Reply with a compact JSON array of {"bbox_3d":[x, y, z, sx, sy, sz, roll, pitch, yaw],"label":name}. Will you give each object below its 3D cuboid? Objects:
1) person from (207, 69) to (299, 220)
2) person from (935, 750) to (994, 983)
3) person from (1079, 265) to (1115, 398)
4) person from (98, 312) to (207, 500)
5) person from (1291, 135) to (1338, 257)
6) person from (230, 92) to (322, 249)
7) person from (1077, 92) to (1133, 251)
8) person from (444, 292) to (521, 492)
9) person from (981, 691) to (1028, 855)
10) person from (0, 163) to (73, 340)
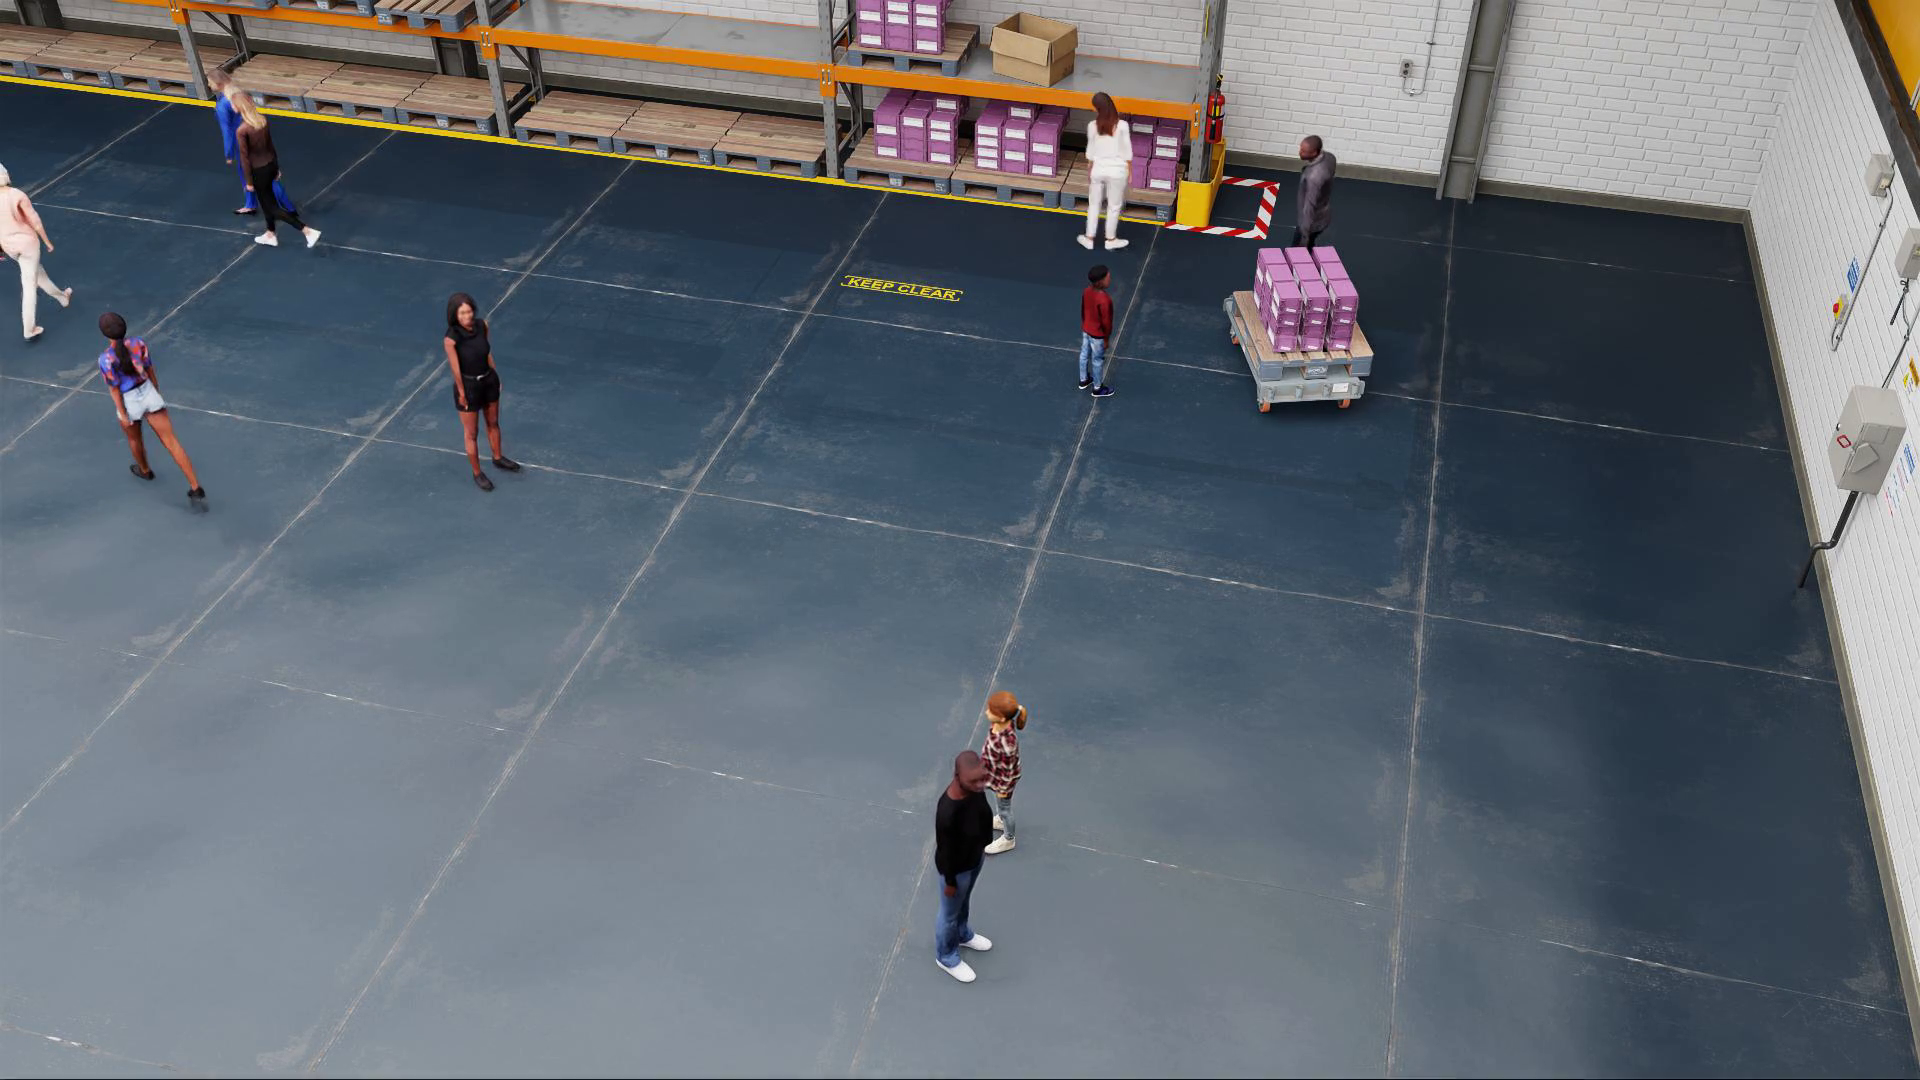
[{"bbox_3d":[-7.269,-4.073,17.193,1.023,1.669,0.830,1,39,1],"label":"person"},{"bbox_3d":[-0.003,1.858,9.705,0.589,1.746,0.629,17,42,20],"label":"person"},{"bbox_3d":[1.197,-1.862,14.757,0.645,1.254,0.580,-21,43,-25],"label":"person"},{"bbox_3d":[-6.516,-1.035,13.364,1.260,1.700,0.895,24,44,27],"label":"person"},{"bbox_3d":[3.418,-3.009,15.771,0.982,1.782,0.868,20,43,23],"label":"person"},{"bbox_3d":[-6.909,-3.653,16.658,1.046,1.681,0.642,8,39,9],"label":"person"},{"bbox_3d":[1.531,-3.686,16.715,0.532,1.662,0.772,25,45,28],"label":"person"},{"bbox_3d":[-3.952,-1.245,13.594,0.629,1.742,0.665,21,43,25],"label":"person"},{"bbox_3d":[0.270,1.459,10.558,0.611,1.305,0.602,-5,39,-6],"label":"person"},{"bbox_3d":[-8.751,-2.676,15.444,1.131,1.668,0.905,0,39,0],"label":"person"}]
